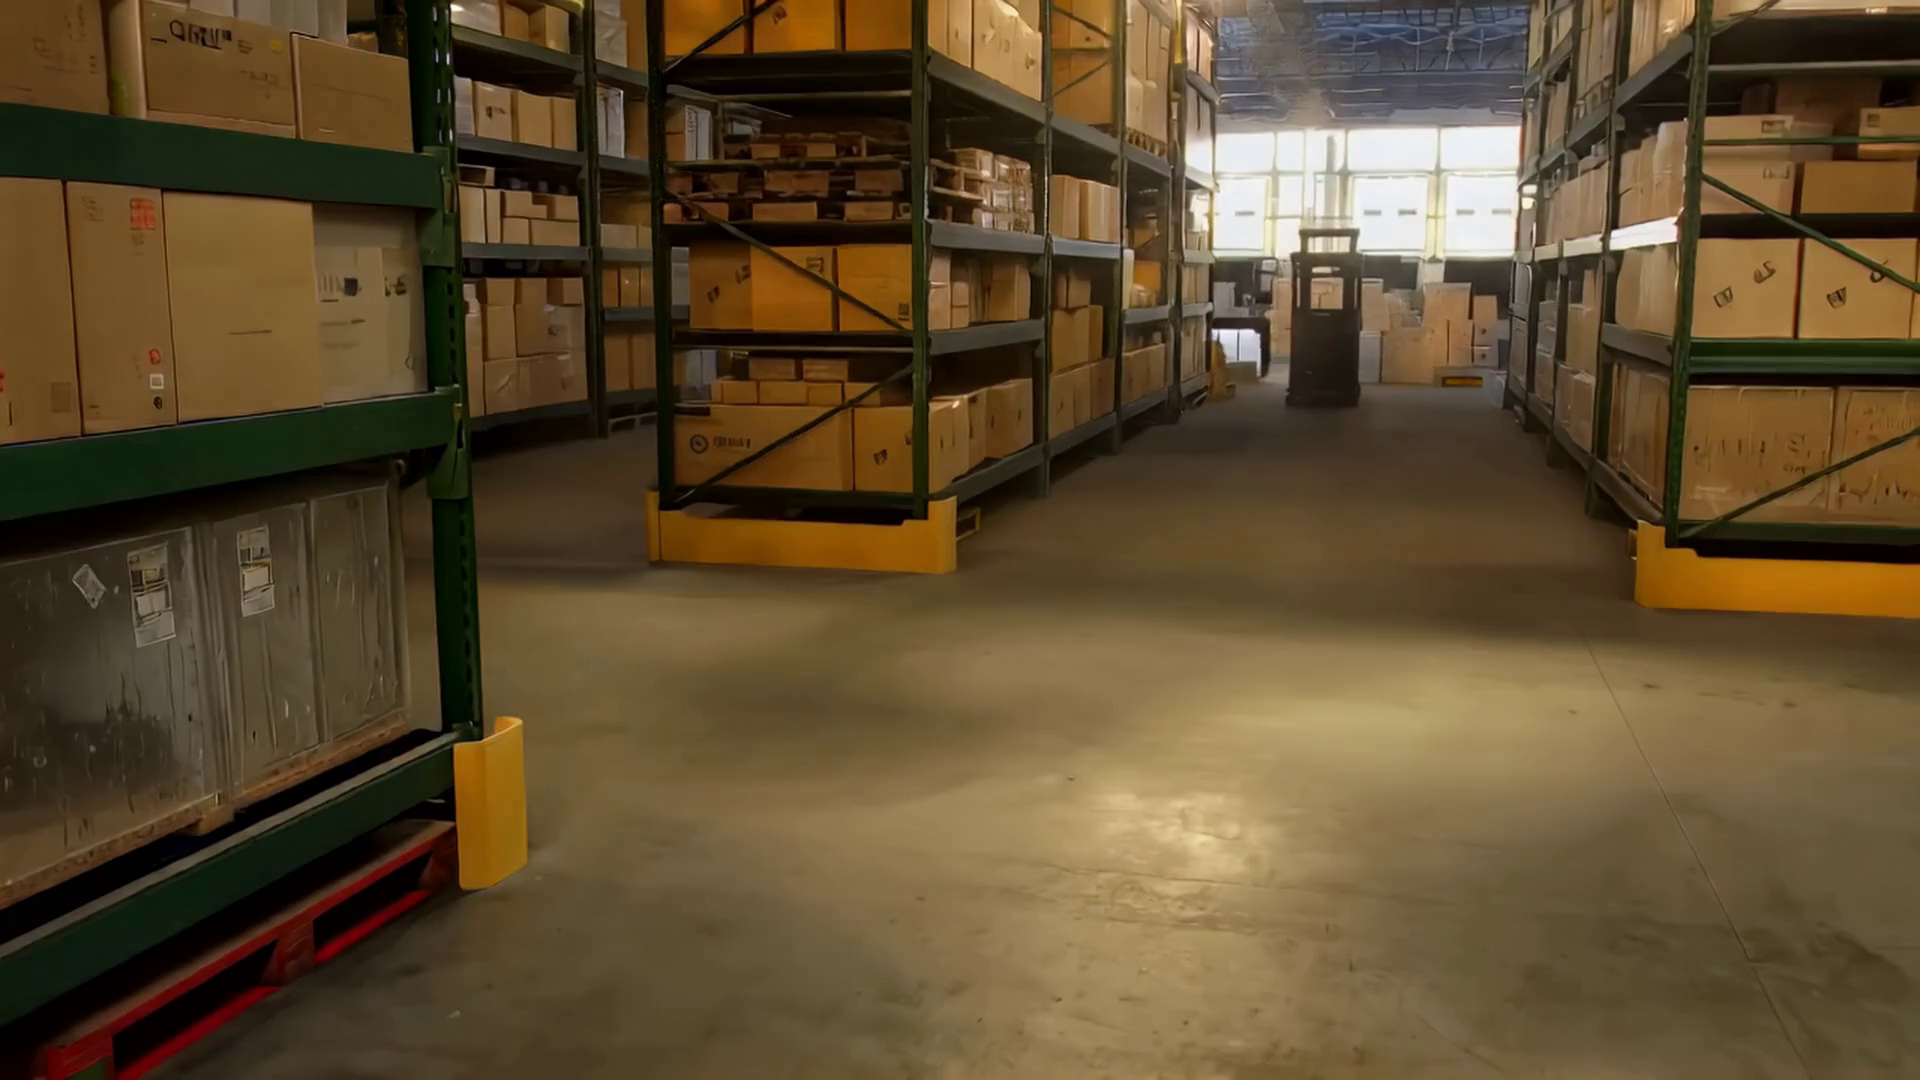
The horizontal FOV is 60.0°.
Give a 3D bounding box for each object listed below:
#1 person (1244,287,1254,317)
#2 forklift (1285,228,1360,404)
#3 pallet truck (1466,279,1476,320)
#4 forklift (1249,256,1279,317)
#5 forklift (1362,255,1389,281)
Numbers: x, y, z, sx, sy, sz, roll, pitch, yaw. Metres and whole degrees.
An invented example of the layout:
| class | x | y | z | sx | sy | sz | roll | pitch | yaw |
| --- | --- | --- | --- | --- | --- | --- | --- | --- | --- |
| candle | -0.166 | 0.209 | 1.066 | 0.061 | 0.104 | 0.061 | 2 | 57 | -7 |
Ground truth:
| class | x | y | z | sx | sy | sz | roll | pitch | yaw |
| --- | --- | --- | --- | --- | --- | --- | --- | --- | --- |
| person | 10.807 | -8.565 | 61.929 | 0.535 | 1.699 | 0.318 | 4 | 10 | 25 |
| forklift | 5.957 | -3.660 | 27.028 | 1.129 | 2.768 | 1.873 | 2 | 9 | 15 |
| pallet truck | 18.896 | -8.459 | 60.307 | 1.885 | 1.965 | 0.823 | 5 | 10 | 31 |
| forklift | 11.321 | -9.114 | 61.676 | 1.129 | 2.768 | 1.873 | 2 | 9 | 15 |
| forklift | 14.233 | -8.404 | 57.165 | 1.129 | 2.768 | 1.873 | -2 | 9 | -13 |
